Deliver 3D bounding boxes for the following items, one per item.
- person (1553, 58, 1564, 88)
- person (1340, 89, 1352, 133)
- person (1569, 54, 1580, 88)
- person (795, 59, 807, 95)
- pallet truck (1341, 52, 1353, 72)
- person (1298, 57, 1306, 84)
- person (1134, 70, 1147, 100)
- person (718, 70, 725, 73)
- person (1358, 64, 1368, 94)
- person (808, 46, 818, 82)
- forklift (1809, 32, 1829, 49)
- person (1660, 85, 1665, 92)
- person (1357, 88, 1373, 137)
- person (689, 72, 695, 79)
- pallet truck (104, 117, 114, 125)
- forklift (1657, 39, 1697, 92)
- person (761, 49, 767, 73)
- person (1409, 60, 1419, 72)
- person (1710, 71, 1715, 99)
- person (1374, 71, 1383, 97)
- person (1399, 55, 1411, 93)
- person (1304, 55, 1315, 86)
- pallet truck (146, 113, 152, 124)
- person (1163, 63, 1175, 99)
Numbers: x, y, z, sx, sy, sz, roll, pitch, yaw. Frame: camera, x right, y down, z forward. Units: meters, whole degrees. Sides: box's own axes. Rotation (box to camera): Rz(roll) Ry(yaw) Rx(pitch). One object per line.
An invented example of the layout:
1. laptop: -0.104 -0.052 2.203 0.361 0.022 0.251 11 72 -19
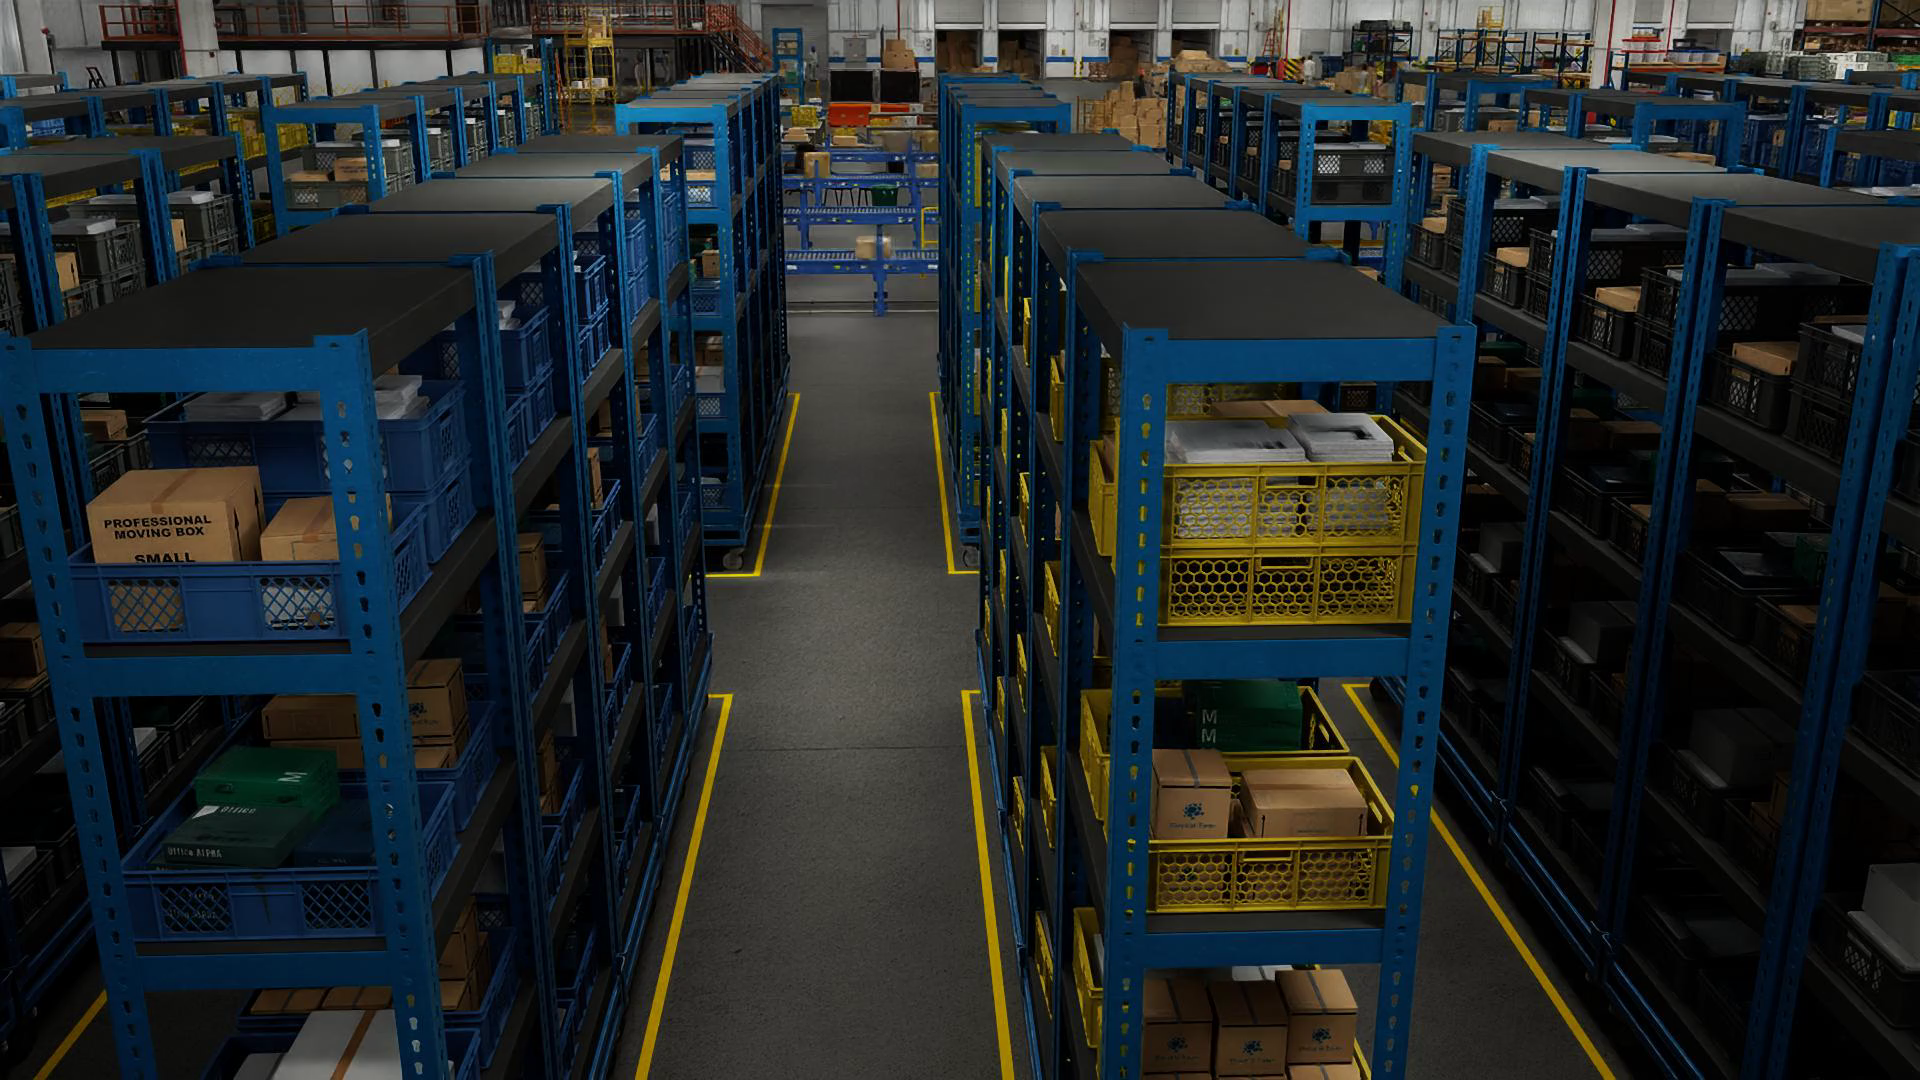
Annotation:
1. person: 28.077 -21.600 77.683 0.631 1.885 0.839 -12 21 -32
2. person: 12.230 -13.433 52.758 0.560 1.670 0.707 0 18 0
3. person: 29.604 -22.421 80.167 0.357 1.930 0.585 12 21 32
4. person: -7.681 -22.441 80.246 0.587 1.916 0.629 -3 18 -10
5. pallet truck: 18.794 -23.123 82.231 0.823 1.965 1.885 -13 22 -35
6. person: 17.378 -23.741 84.654 0.572 1.684 0.540 14 23 37
7. person: 6.633 -16.249 61.043 1.030 1.939 0.624 9 20 25
8. person: -8.376 -15.486 58.542 0.449 2.030 0.634 8 19 23
9. person: 17.098 -19.170 70.290 0.948 1.822 0.510 -13 22 -35
10. person: -8.291 -26.919 94.056 0.605 1.948 0.384 -16 24 -41
11. forklift: 45.950 -25.863 89.297 1.129 2.768 1.873 -1 18 -2
12. person: 25.264 -15.727 59.439 0.545 1.938 0.362 7 19 22
13. person: 12.363 -12.899 50.890 0.611 1.806 0.684 -2 18 -5
14. person: -9.993 -16.409 61.707 0.932 1.851 0.588 3 18 9
15. pallet truck: -18.367 -7.885 35.078 1.885 1.965 0.823 1 18 2
16. forklift: 30.872 -20.043 71.287 1.129 2.768 1.873 -1 18 -2
17. person: -10.653 -25.914 91.025 0.779 1.902 0.596 1 18 5
18. person: 21.240 -21.622 78.065 0.504 1.700 0.905 -4 18 -12
19. person: 29.392 -17.636 65.305 0.603 1.964 0.367 2 18 8
20. person: 16.188 -17.248 64.427 0.313 1.767 0.523 2 18 6
21. person: 22.217 -23.047 82.314 0.939 1.798 0.631 7 19 22
22. person: 16.682 -22.197 79.483 0.376 1.935 0.629 -15 23 -38
23. pallet truck: -18.087 -8.309 36.390 1.885 1.965 0.823 -1 18 -4
24. person: 8.306 -17.717 65.434 0.688 2.000 0.539 -3 18 -9
